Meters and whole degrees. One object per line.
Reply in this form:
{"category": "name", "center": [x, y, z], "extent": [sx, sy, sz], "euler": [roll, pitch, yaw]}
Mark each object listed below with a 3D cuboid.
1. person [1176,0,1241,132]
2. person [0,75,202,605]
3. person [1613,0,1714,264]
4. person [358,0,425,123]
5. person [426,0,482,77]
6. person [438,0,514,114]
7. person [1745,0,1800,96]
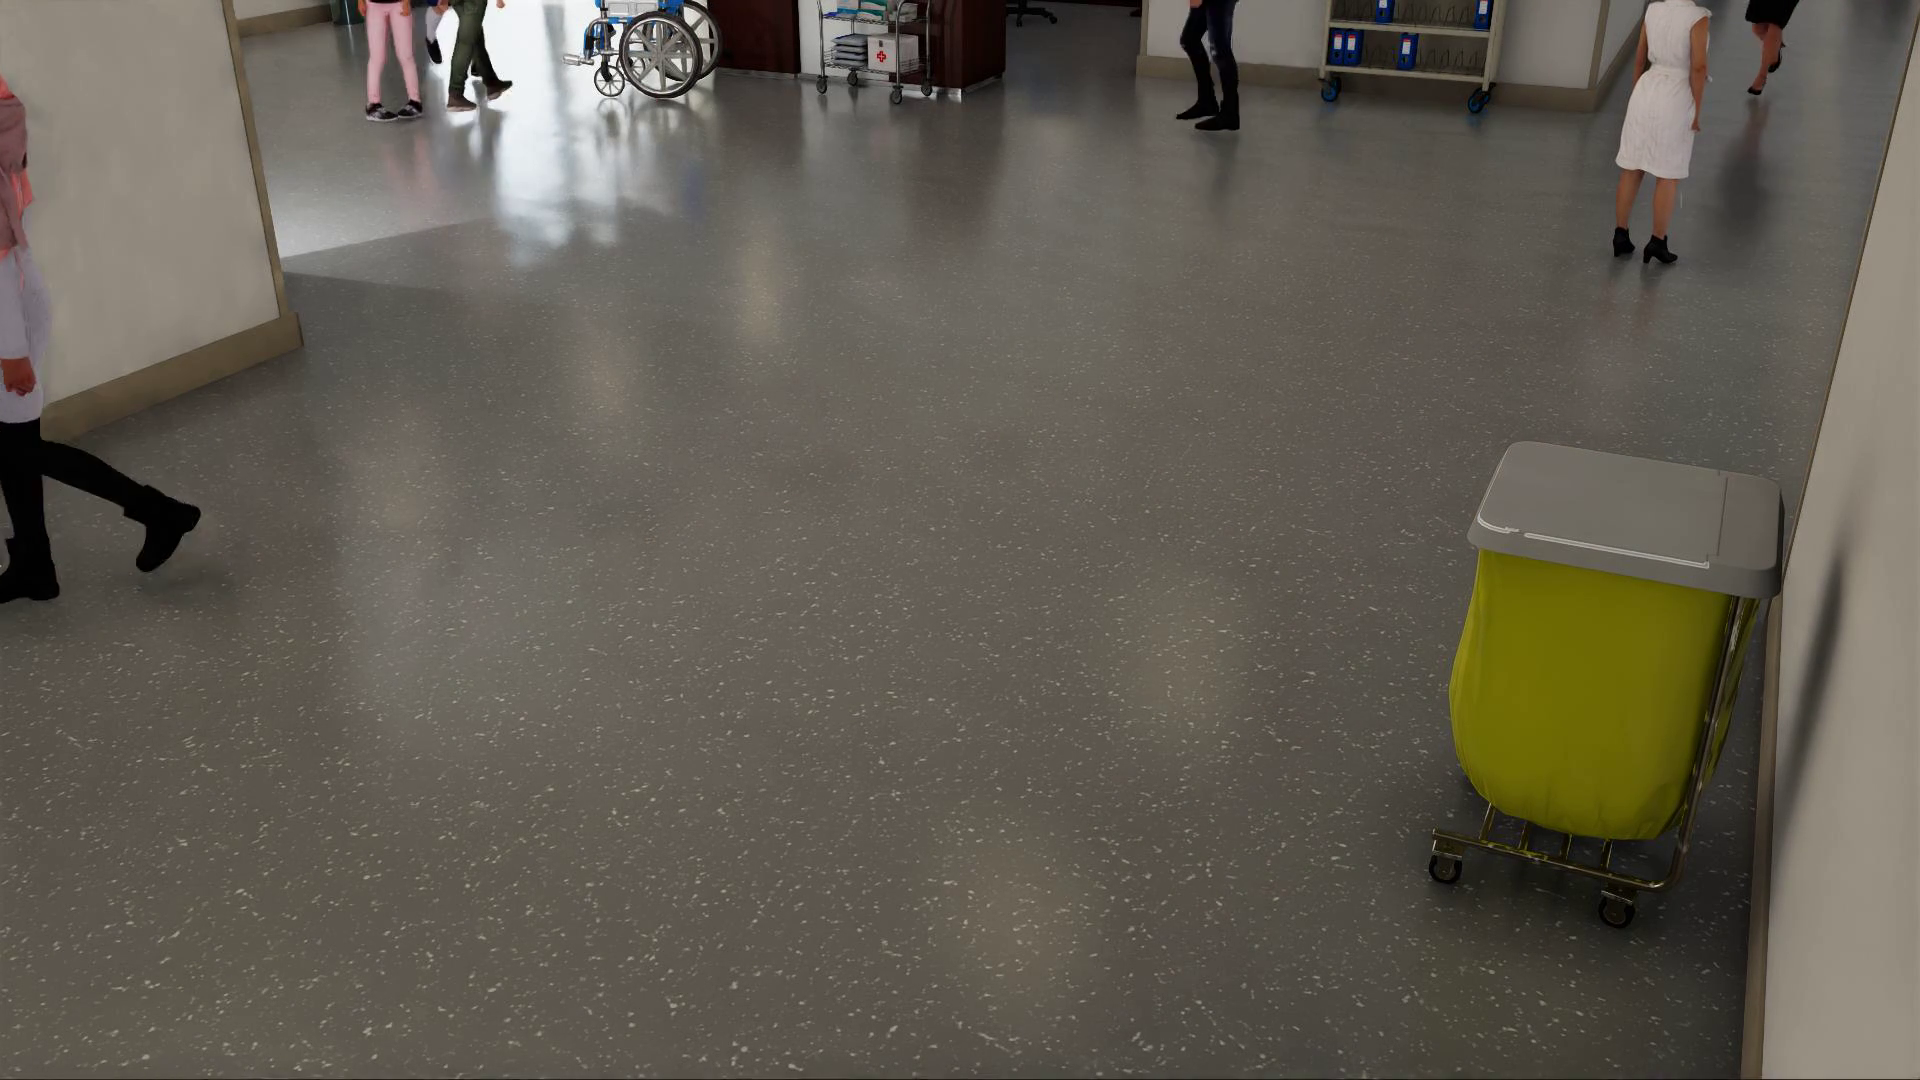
{"category": "person", "center": [1.843, -3.726, 11.245], "extent": [0.808, 1.887, 0.807], "euler": [1, 26, 3]}
{"category": "person", "center": [-2.745, -0.639, 4.952], "extent": [1.027, 1.792, 0.994], "euler": [-11, 28, -21]}
{"category": "person", "center": [3.579, -2.196, 8.457], "extent": [0.700, 1.552, 0.605], "euler": [-16, 30, -30]}
{"category": "person", "center": [-3.998, -3.755, 11.696], "extent": [0.708, 1.548, 0.772], "euler": [-3, 26, -5]}
{"category": "person", "center": [-4.076, -4.602, 13.140], "extent": [0.991, 1.819, 1.210], "euler": [-19, 32, -34]}
{"category": "person", "center": [-3.544, -3.856, 11.840], "extent": [1.024, 1.605, 0.634], "euler": [11, 28, 21]}
{"category": "person", "center": [6.232, -4.240, 12.574], "extent": [0.967, 1.658, 0.933], "euler": [22, 33, 38]}
